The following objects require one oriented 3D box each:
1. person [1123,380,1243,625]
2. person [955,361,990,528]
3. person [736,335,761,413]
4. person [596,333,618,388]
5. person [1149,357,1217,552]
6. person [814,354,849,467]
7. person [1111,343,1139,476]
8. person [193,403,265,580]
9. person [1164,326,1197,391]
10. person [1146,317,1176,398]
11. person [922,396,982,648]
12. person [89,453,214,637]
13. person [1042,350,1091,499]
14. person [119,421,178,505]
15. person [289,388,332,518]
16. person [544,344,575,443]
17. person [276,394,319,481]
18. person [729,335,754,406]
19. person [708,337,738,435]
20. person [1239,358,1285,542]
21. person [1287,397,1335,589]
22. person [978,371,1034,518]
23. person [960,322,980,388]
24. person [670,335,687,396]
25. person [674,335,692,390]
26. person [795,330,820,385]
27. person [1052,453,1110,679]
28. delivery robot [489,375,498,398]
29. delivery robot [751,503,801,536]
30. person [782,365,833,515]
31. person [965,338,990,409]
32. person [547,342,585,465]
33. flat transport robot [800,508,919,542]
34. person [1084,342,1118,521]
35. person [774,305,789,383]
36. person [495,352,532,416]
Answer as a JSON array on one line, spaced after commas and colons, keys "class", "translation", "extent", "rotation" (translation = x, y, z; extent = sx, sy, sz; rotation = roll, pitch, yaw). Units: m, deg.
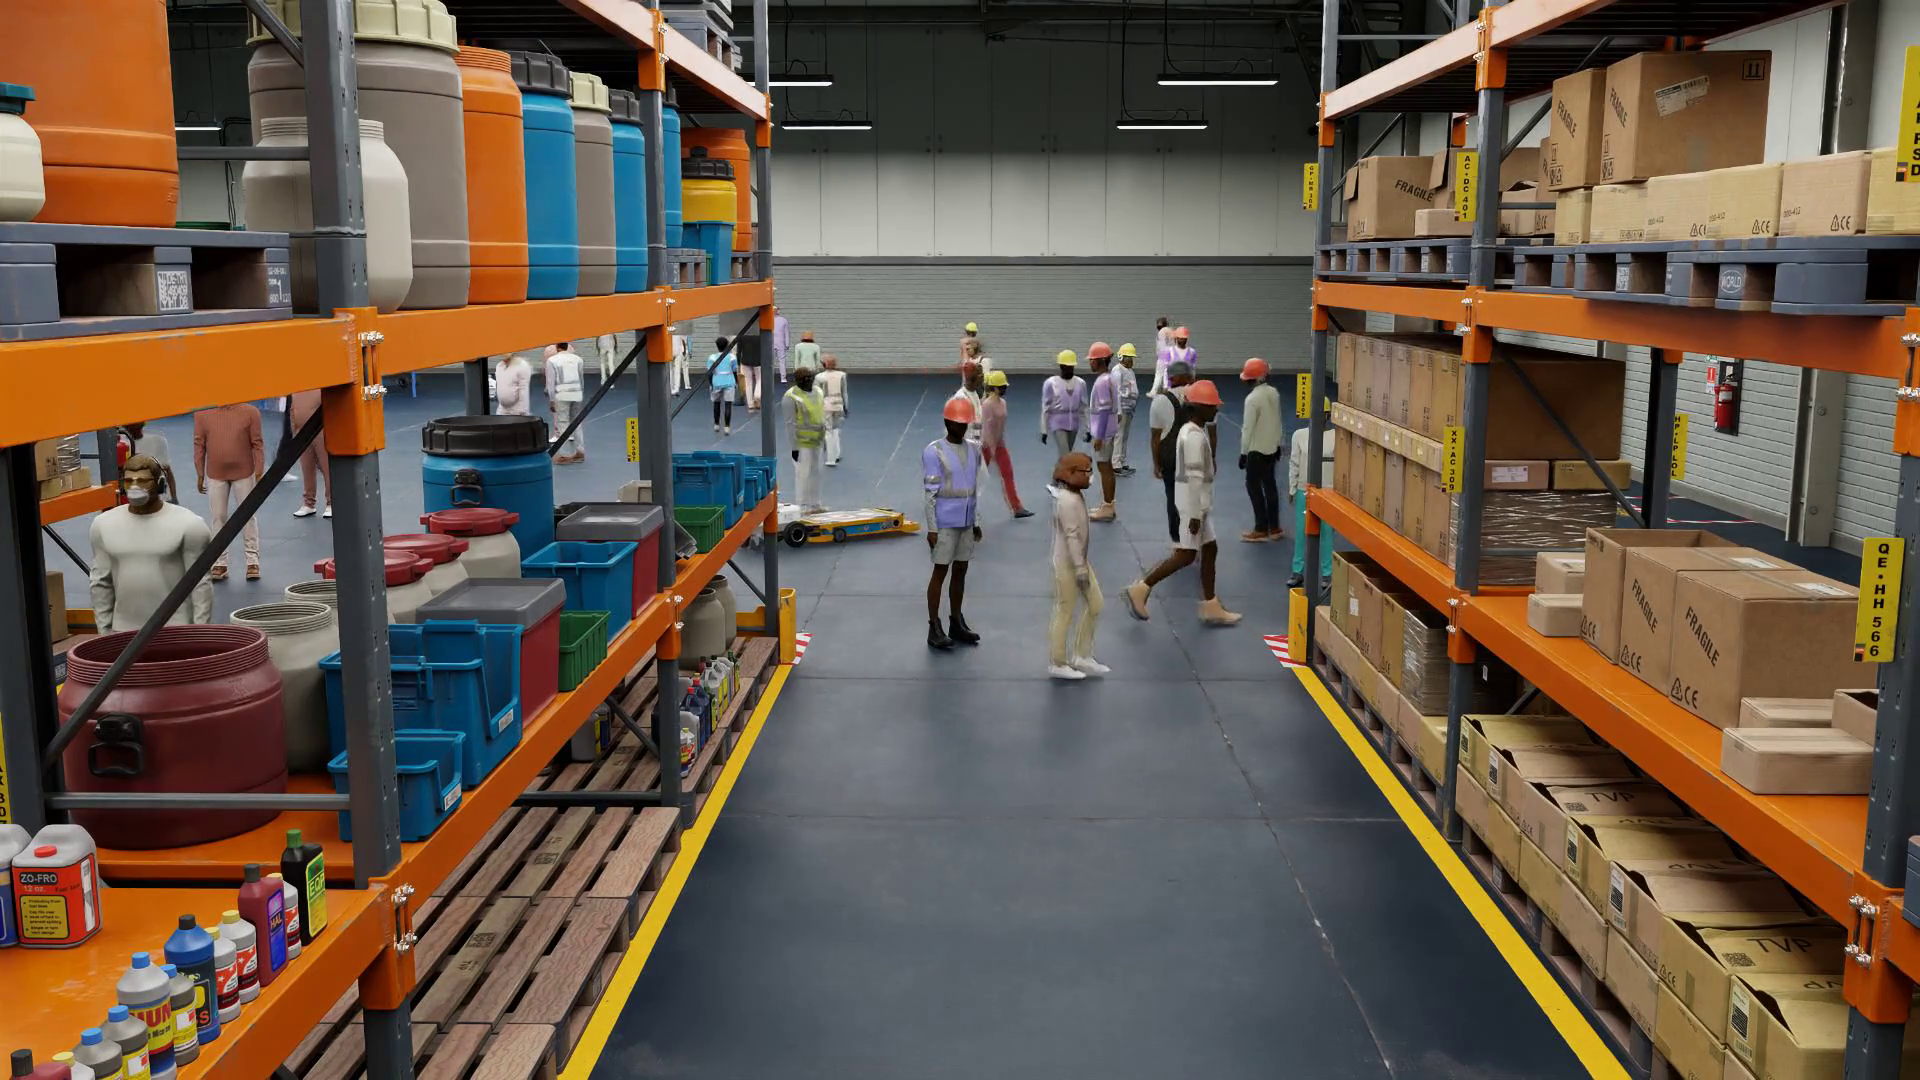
[{"class": "person", "translation": [1.827, -0.298, 13.540], "extent": [0.913, 2.018, 0.618], "rotation": [1, 10, 6]}, {"class": "person", "translation": [0.130, -1.014, 18.185], "extent": [0.461, 1.874, 0.589], "rotation": [3, 10, 20]}, {"class": "person", "translation": [-4.099, -3.501, 32.788], "extent": [0.640, 1.975, 0.467], "rotation": [0, 9, -3]}, {"class": "person", "translation": [-8.361, -4.510, 39.350], "extent": [0.558, 1.803, 1.004], "rotation": [-3, 10, -17]}, {"class": "person", "translation": [2.247, -0.839, 16.796], "extent": [0.690, 2.000, 0.795], "rotation": [2, 10, 10]}, {"class": "person", "translation": [-1.909, -1.886, 24.167], "extent": [0.555, 1.618, 0.488], "rotation": [-6, 11, -31]}, {"class": "person", "translation": [2.295, -1.825, 23.214], "extent": [0.404, 1.828, 0.591], "rotation": [4, 10, 24]}, {"class": "person", "translation": [-6.820, -0.626, 15.529], "extent": [0.620, 1.994, 0.381], "rotation": [-2, 10, -12]}, {"class": "person", "translation": [3.668, -2.627, 27.798], "extent": [0.550, 1.916, 0.878], "rotation": [0, 9, 0]}, {"class": "person", "translation": [4.559, -3.963, 36.253], "extent": [1.025, 1.769, 0.629], "rotation": [8, 12, 38]}, {"class": "person", "translation": [-0.033, -0.145, 12.830], "extent": [0.551, 1.933, 0.369], "rotation": [-9, 13, -44]}, {"class": "person", "translation": [-4.351, 0.496, 8.977], "extent": [0.631, 1.940, 0.370], "rotation": [-1, 10, -5]}, {"class": "person", "translation": [1.306, -1.420, 20.647], "extent": [0.606, 1.889, 0.974], "rotation": [-5, 11, -26]}, {"class": "person", "translation": [-6.834, -0.263, 13.901], "extent": [0.517, 1.823, 0.968], "rotation": [-7, 12, -38]}, {"class": "person", "translation": [-7.507, -1.215, 19.338], "extent": [0.638, 1.905, 0.407], "rotation": [2, 10, 12]}, {"class": "person", "translation": [-6.606, -2.550, 27.341], "extent": [0.399, 1.902, 0.643], "rotation": [5, 11, 27]}, {"class": "person", "translation": [-8.884, -1.733, 22.532], "extent": [0.995, 1.864, 0.610], "rotation": [-1, 10, -7]}, {"class": "person", "translation": [-4.523, -3.762, 34.535], "extent": [0.562, 1.920, 0.663], "rotation": [7, 12, 38]}, {"class": "person", "translation": [-4.107, -2.674, 28.787], "extent": [0.540, 1.660, 0.815], "rotation": [-2, 10, -12]}, {"class": "person", "translation": [3.244, -0.971, 17.768], "extent": [0.362, 1.960, 0.781], "rotation": [8, 13, 41]}, {"class": "person", "translation": [3.245, -0.444, 15.125], "extent": [0.524, 1.769, 0.325], "rotation": [4, 10, 25]}, {"class": "person", "translation": [0.385, -1.103, 19.235], "extent": [0.942, 1.709, 0.540], "rotation": [6, 11, 31]}, {"class": "person", "translation": [0.220, -3.445, 33.103], "extent": [0.323, 1.767, 0.531], "rotation": [-9, 13, -42]}, {"class": "person", "translation": [-6.362, -4.113, 37.075], "extent": [0.532, 1.825, 1.017], "rotation": [-1, 10, -5]}, {"class": "person", "translation": [-6.502, -4.322, 38.733], "extent": [0.521, 1.638, 0.311], "rotation": [1, 9, 4]}, {"class": "person", "translation": [-3.042, -3.360, 33.037], "extent": [0.517, 1.612, 0.625], "rotation": [-2, 10, -12]}, {"class": "person", "translation": [0.882, 0.192, 11.763], "extent": [0.503, 1.620, 0.509], "rotation": [3, 10, 19]}, {"class": "delivery robot", "translation": [-10.072, -3.280, 35.582], "extent": [0.477, 0.478, 0.707], "rotation": [-2, 10, -14]}, {"class": "delivery robot", "translation": [-2.027, -0.236, 17.345], "extent": [0.707, 0.478, 0.477], "rotation": [-7, 12, -37]}, {"class": "person", "translation": [-1.694, -1.104, 19.011], "extent": [0.432, 1.796, 0.817], "rotation": [6, 11, 32]}, {"class": "person", "translation": [0.315, -2.211, 25.613], "extent": [0.513, 1.803, 0.932], "rotation": [7, 12, 35]}, {"class": "person", "translation": [-5.807, -2.086, 24.515], "extent": [0.500, 1.924, 0.616], "rotation": [9, 13, 43]}, {"class": "flat transport robot", "translation": [-1.210, -0.171, 18.087], "extent": [1.431, 0.197, 0.652], "rotation": [-7, 12, -37]}, {"class": "person", "translation": [1.617, -1.252, 19.144], "extent": [0.396, 2.038, 0.614], "rotation": [2, 10, 14]}, {"class": "person", "translation": [-4.508, -4.790, 40.745], "extent": [0.648, 1.904, 0.401], "rotation": [-1, 10, -4]}, {"class": "person", "translation": [-6.216, -1.801, 22.922], "extent": [0.661, 1.882, 0.763], "rotation": [5, 11, 27]}]
